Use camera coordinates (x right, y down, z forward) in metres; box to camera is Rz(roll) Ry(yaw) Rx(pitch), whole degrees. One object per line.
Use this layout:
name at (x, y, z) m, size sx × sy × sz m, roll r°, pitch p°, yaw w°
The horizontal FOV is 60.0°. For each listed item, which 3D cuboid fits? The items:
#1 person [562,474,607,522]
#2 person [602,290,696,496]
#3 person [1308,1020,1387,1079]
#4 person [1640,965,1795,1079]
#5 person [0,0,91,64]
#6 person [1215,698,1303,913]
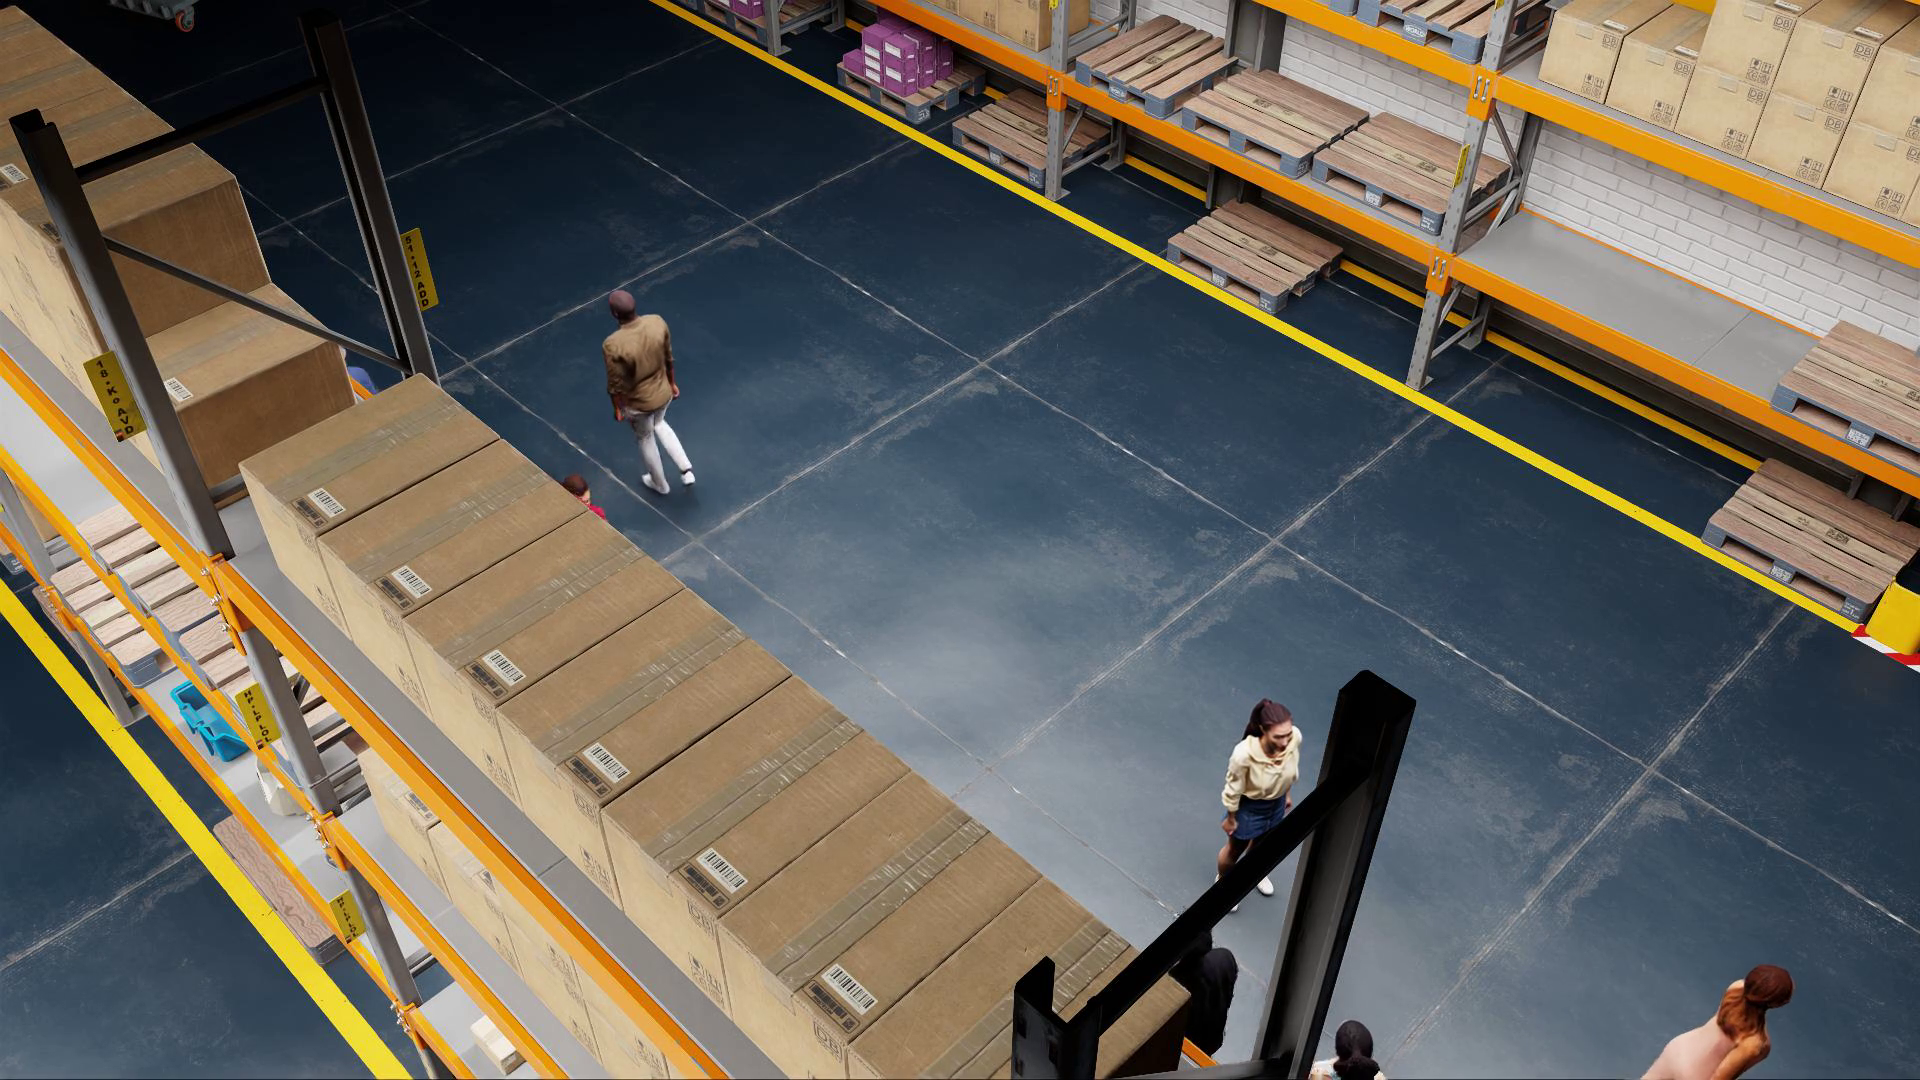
person at (-2.469, 0.126, 10.969) m, size 0.765 × 1.520 × 1.067 m, roll -17°, pitch 46°, yaw -17°
person at (-2.209, -0.985, 11.925) m, size 0.768 × 1.810 × 0.725 m, roll 34°, pitch 53°, yaw 30°
person at (1.735, 2.883, 7.914) m, size 0.968 × 1.744 × 0.999 m, roll 5°, pitch 44°, yaw 5°
person at (3.532, 2.615, 8.174) m, size 1.164 × 1.772 × 1.059 m, roll 3°, pitch 44°, yaw 4°
person at (-9.158, -5.104, 16.273) m, size 0.884 × 1.778 × 1.002 m, roll -23°, pitch 48°, yaw -22°
person at (1.696, 1.488, 9.459) m, size 0.706 × 1.631 × 0.655 m, roll -20°, pitch 47°, yaw -19°
